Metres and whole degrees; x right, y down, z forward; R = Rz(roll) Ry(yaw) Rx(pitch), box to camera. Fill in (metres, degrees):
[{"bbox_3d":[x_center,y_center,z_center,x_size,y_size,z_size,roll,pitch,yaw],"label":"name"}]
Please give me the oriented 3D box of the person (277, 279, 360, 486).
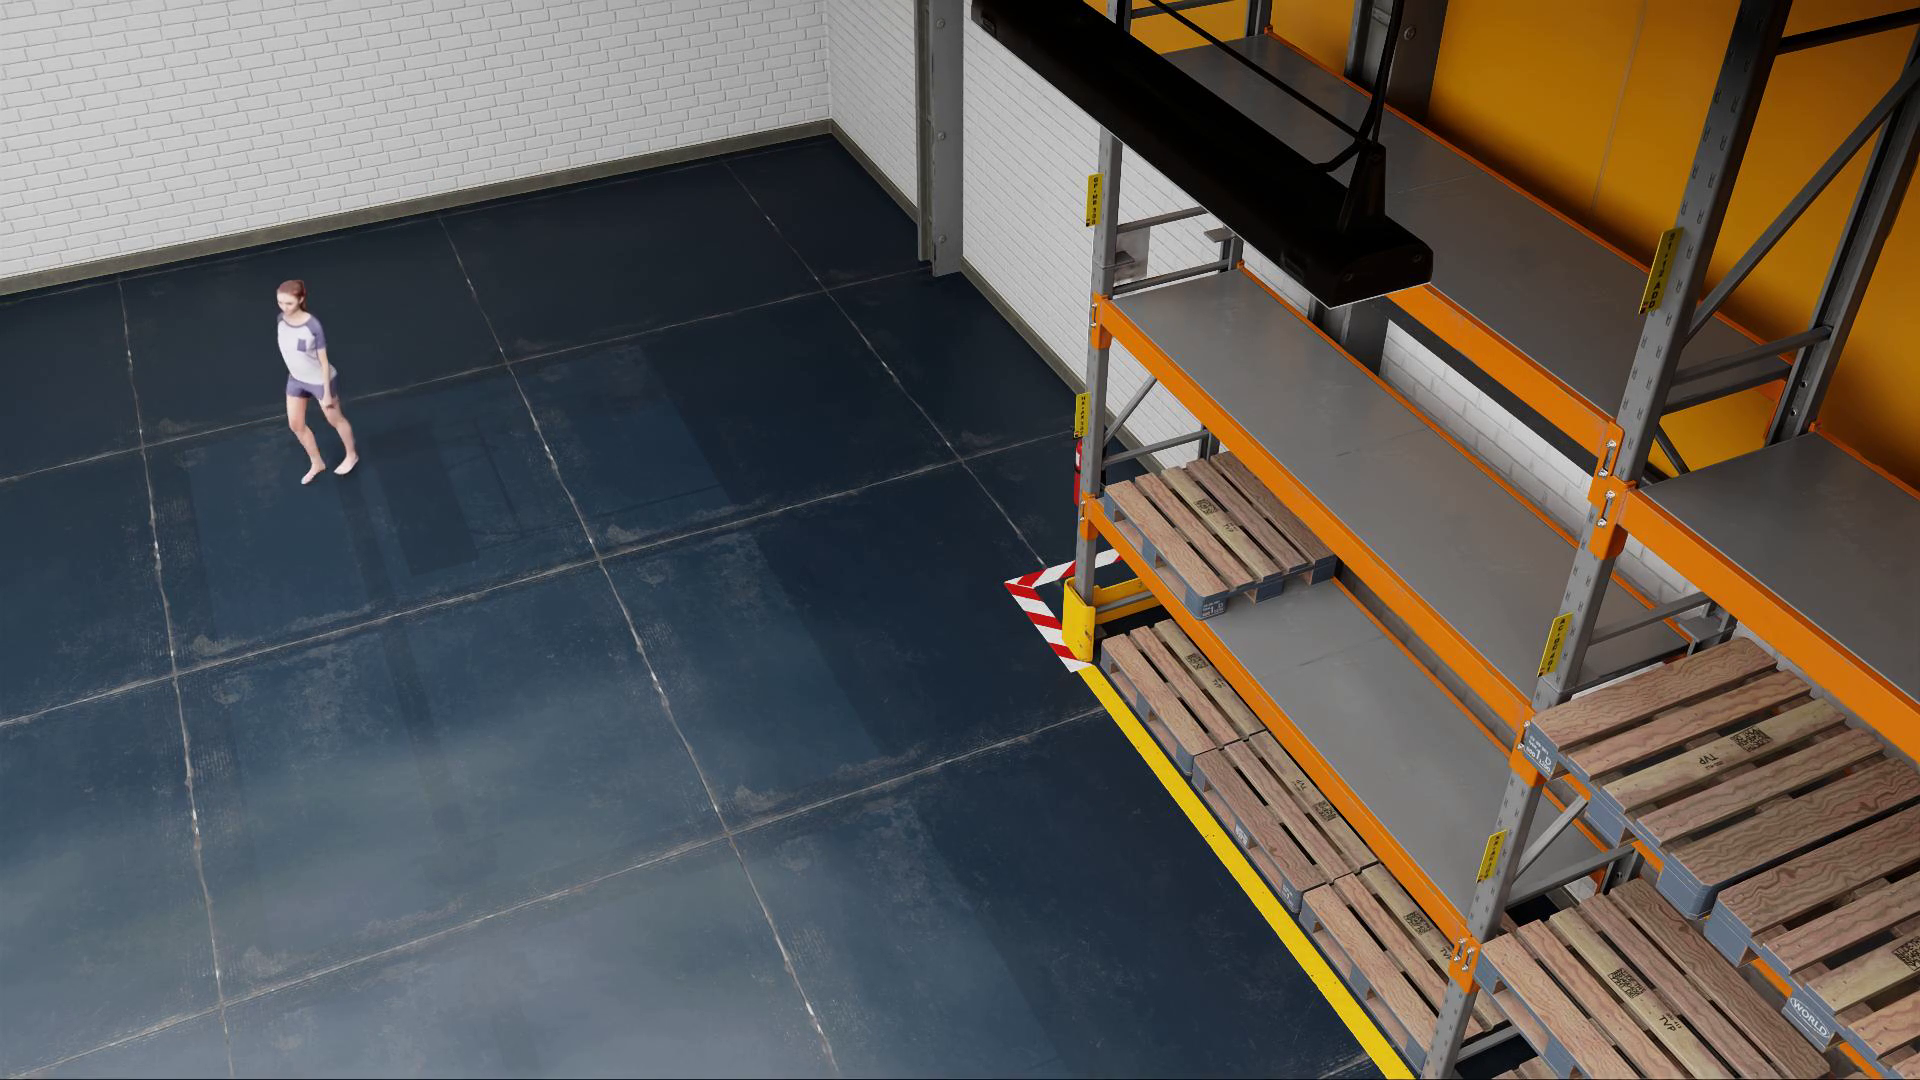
[{"bbox_3d":[-4.930,-1.274,12.858,0.789,1.749,0.845,15,41,18],"label":"person"}]
